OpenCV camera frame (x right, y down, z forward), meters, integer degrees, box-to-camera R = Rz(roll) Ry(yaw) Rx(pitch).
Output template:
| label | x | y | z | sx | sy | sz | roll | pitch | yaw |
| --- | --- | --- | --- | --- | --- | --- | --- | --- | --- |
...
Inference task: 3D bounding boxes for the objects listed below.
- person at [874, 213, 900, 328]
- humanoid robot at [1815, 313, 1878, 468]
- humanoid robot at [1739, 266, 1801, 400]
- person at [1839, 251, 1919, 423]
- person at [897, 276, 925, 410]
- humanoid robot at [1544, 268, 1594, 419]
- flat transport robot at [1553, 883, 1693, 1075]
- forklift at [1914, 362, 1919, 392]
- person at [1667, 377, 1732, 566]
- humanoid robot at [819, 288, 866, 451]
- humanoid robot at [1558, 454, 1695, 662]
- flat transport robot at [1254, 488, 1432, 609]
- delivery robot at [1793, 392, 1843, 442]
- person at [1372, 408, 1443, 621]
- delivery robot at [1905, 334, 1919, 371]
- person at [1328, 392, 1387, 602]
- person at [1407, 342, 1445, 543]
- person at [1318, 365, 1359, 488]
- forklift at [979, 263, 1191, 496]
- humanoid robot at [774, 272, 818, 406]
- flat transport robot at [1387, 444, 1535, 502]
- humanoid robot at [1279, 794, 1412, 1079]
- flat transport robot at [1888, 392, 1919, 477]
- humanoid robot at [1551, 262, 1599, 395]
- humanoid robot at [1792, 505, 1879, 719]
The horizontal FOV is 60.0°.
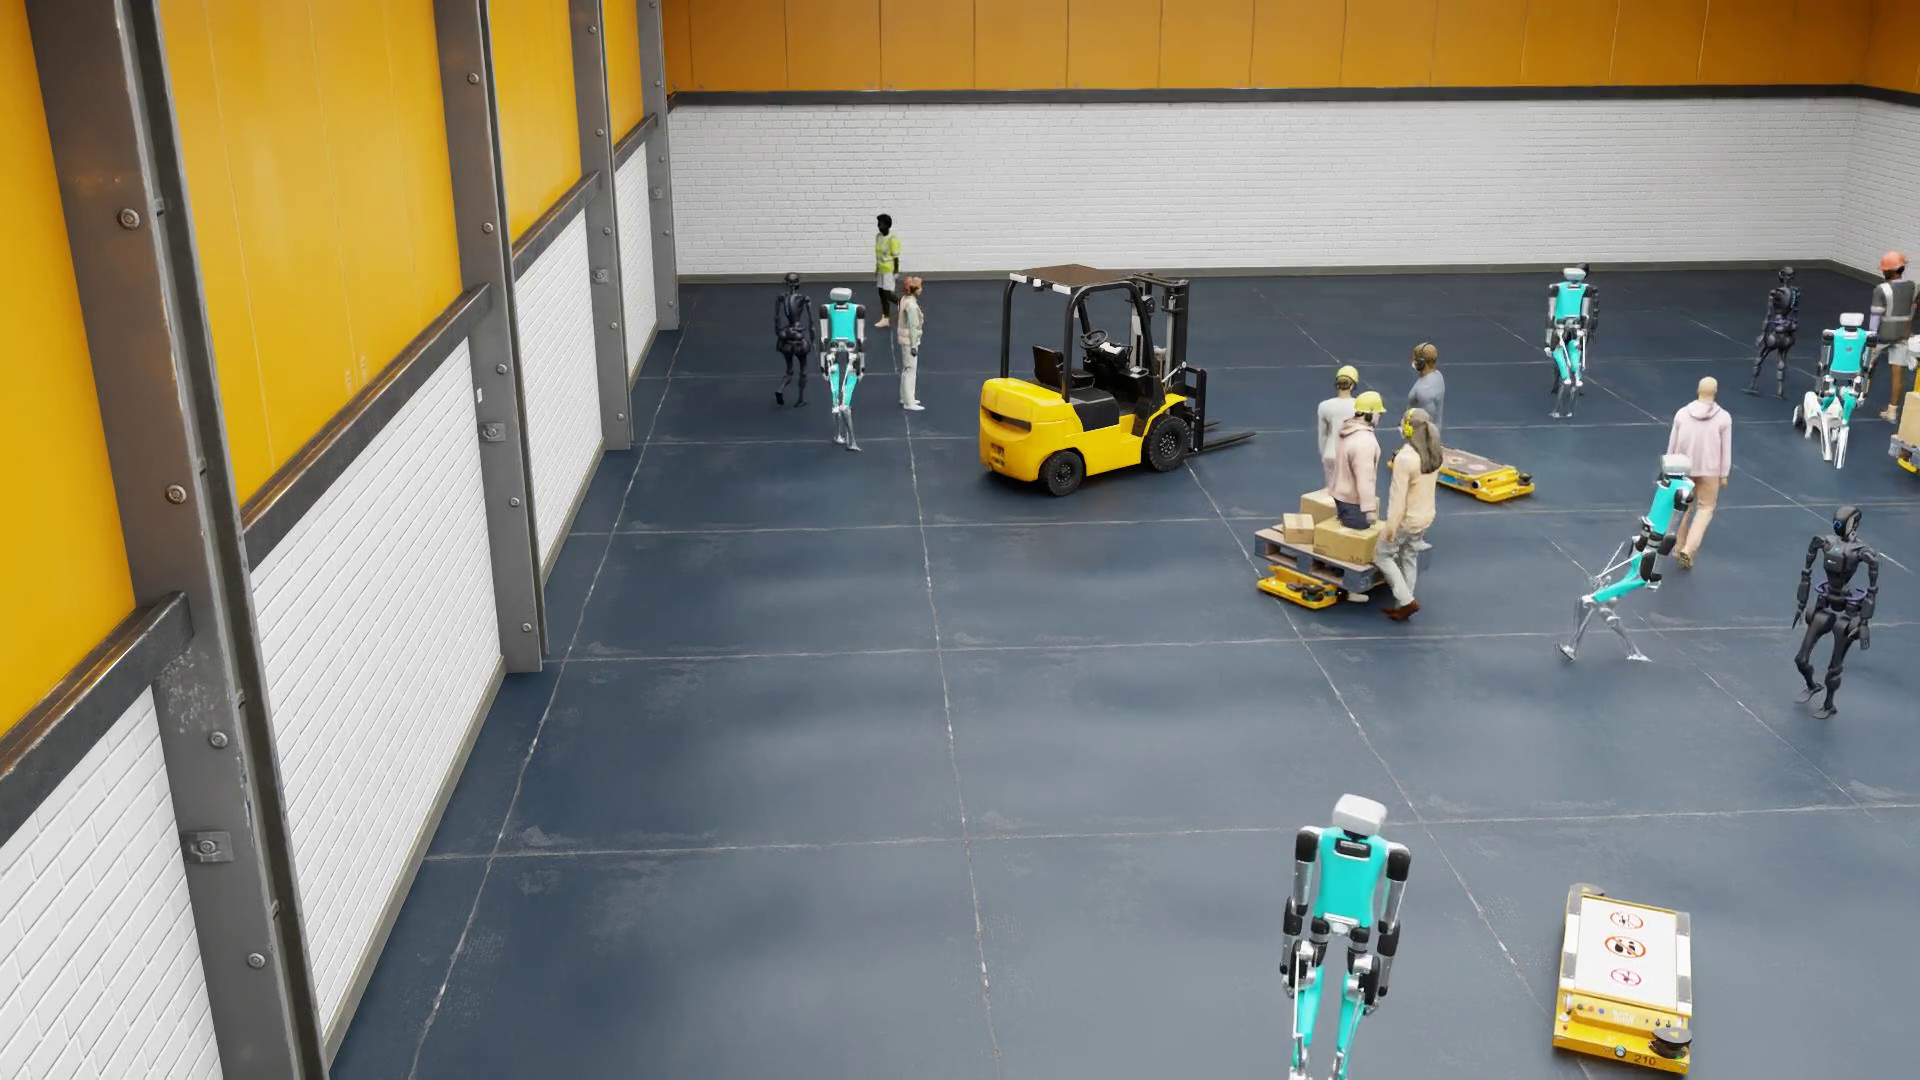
| label | x | y | z | sx | sy | sz | roll | pitch | yaw |
| --- | --- | --- | --- | --- | --- | --- | --- | --- | --- |
| person | -1.031 | -3.934 | 24.298 | 0.436 | 1.683 | 0.538 | -13 | 24 | -32 |
| humanoid robot | 9.491 | -1.607 | 17.966 | 0.556 | 1.821 | 0.838 | 8 | 22 | 22 |
| humanoid robot | 10.128 | -2.588 | 20.644 | 0.596 | 1.642 | 0.561 | -9 | 22 | -24 |
| person | 11.044 | -2.462 | 19.861 | 0.655 | 1.978 | 1.040 | -1 | 20 | -2 |
| person | -0.602 | -2.377 | 20.124 | 0.314 | 1.631 | 0.524 | -4 | 21 | -11 |
| humanoid robot | 7.274 | -2.289 | 19.759 | 0.544 | 1.792 | 0.730 | -2 | 20 | -5 |
| flat transport robot | 3.653 | 2.378 | 9.148 | 0.659 | 0.231 | 1.431 | 8 | 22 | 20 |
| forklift | 12.602 | -2.435 | 19.475 | 2.313 | 2.155 | 1.214 | -1 | 20 | -4 |
| person | 6.707 | -0.623 | 15.150 | 0.546 | 1.762 | 0.684 | 13 | 24 | 31 |
| humanoid robot | -1.339 | -1.860 | 18.587 | 0.556 | 1.789 | 0.884 | 2 | 20 | 5 |
| humanoid robot | 5.143 | 0.171 | 13.072 | 0.987 | 1.772 | 0.555 | 2 | 20 | 6 |
| flat transport robot | 3.388 | 0.290 | 14.836 | 1.431 | 0.231 | 0.659 | -15 | 25 | -35 |
| delivery robot | 9.961 | -1.482 | 19.214 | 0.499 | 0.570 | 0.747 | 8 | 21 | 20 |
| person | 3.731 | -0.192 | 13.830 | 0.586 | 1.862 | 0.456 | -16 | 25 | -36 |
| delivery robot | 12.930 | -2.529 | 22.089 | 0.740 | 0.585 | 0.523 | 6 | 21 | 16 |
| person | 3.391 | -0.377 | 14.354 | 0.441 | 1.855 | 0.813 | -1 | 20 | -2 |
| person | 4.346 | -0.912 | 15.696 | 0.377 | 1.936 | 0.627 | 8 | 22 | 20 |
| person | 3.632 | -0.779 | 15.644 | 0.570 | 1.709 | 0.775 | 9 | 22 | 23 |
| forklift | 1.315 | -1.764 | 17.646 | 2.313 | 2.155 | 1.214 | -14 | 24 | -33 |
| humanoid robot | -2.030 | -2.425 | 20.190 | 0.613 | 1.640 | 0.423 | 10 | 23 | 26 |
| flat transport robot | 5.288 | -0.723 | 17.598 | 0.659 | 0.231 | 1.431 | -13 | 24 | -31 |
| humanoid robot | 1.727 | 2.136 | 7.713 | 0.563 | 1.796 | 0.797 | 6 | 21 | 17 |
| flat transport robot | 10.593 | -0.670 | 17.453 | 0.659 | 0.231 | 1.431 | -2 | 20 | -5 |
| humanoid robot | 7.655 | -2.643 | 20.763 | 0.599 | 1.657 | 0.315 | 18 | 26 | 39 |
| humanoid robot | 6.414 | 0.527 | 12.158 | 0.354 | 1.644 | 0.585 | -14 | 24 | -33 |
